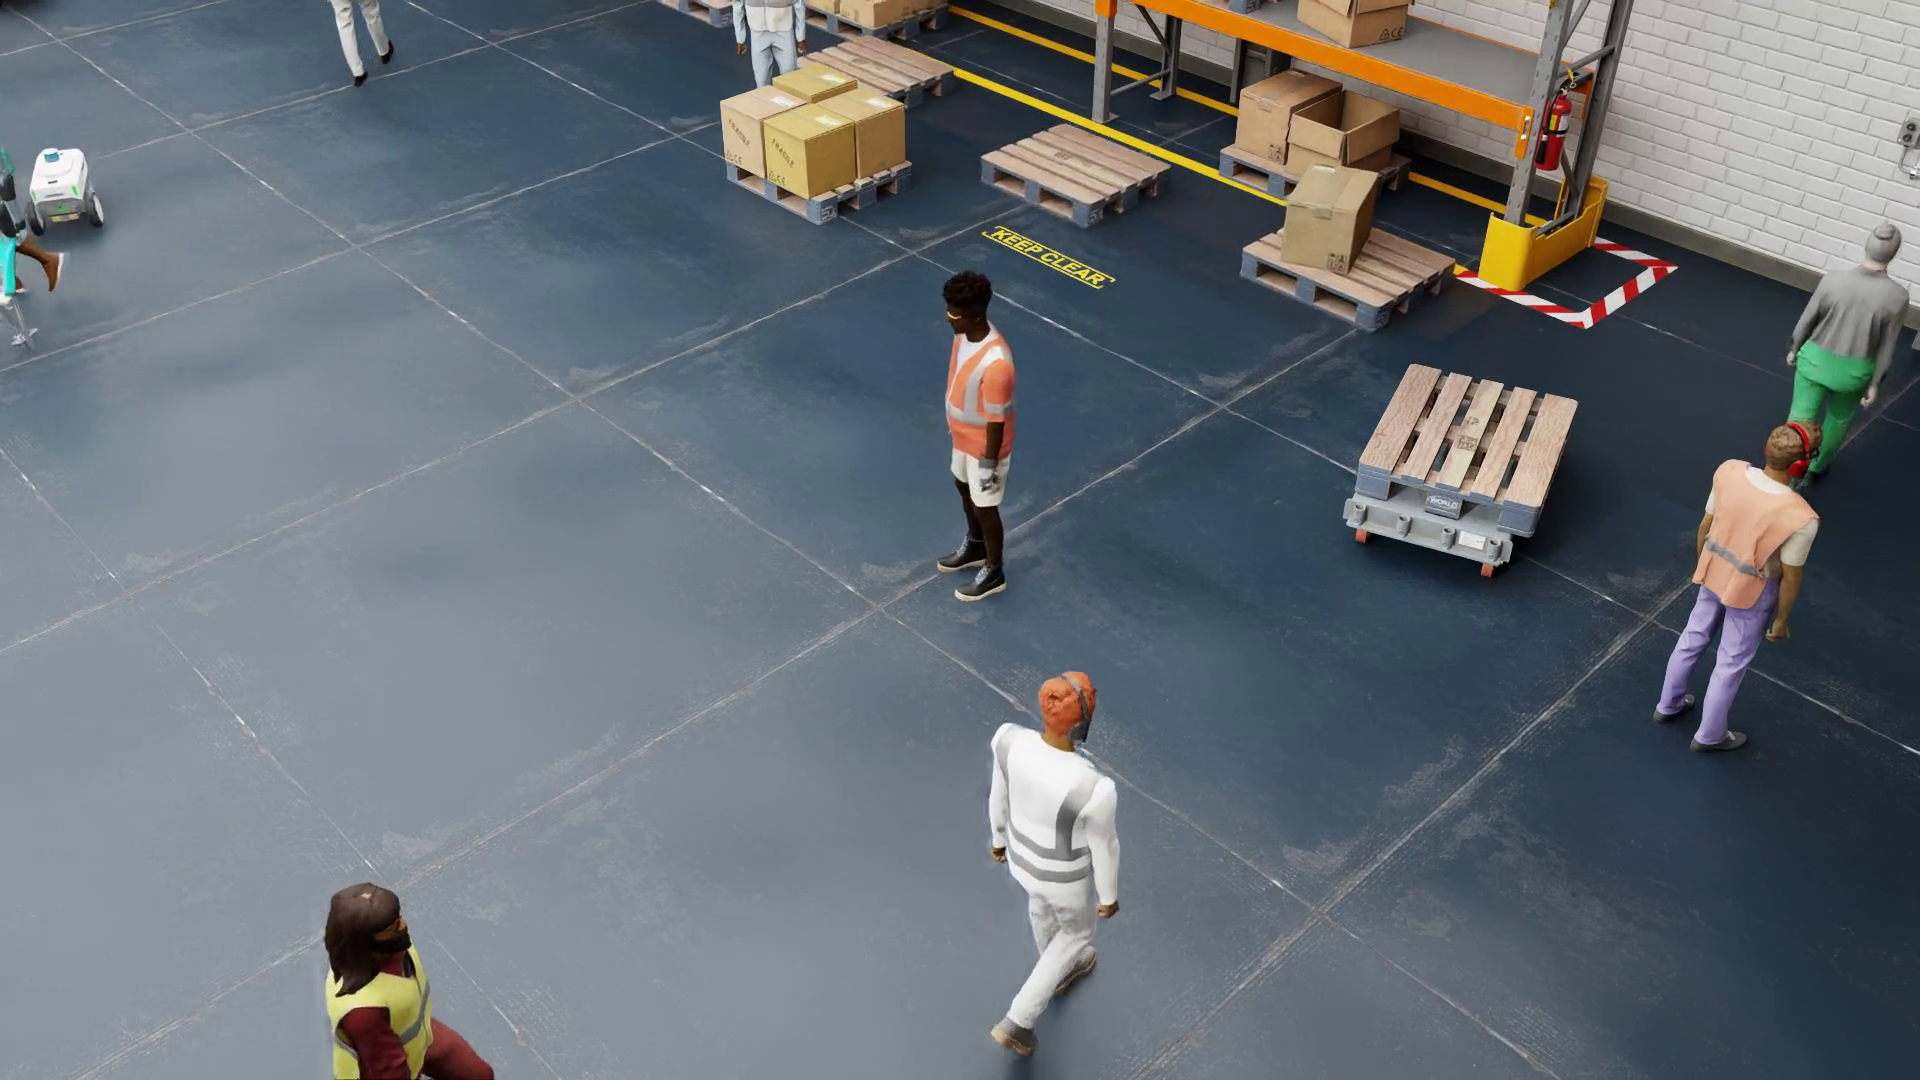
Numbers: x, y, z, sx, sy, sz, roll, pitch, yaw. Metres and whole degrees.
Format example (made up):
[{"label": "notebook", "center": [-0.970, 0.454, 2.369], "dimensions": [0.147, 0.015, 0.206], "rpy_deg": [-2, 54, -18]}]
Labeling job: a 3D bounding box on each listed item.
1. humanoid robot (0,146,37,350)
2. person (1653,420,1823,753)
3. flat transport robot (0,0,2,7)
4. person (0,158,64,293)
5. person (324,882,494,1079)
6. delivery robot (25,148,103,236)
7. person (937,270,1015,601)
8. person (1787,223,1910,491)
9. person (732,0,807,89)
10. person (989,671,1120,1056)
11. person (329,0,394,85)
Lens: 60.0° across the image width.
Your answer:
[{"label": "humanoid robot", "center": [-6.523, -1.988, 11.042], "dimensions": [0.541, 1.900, 0.668], "rpy_deg": [1, 37, 2]}, {"label": "person", "center": [3.699, 0.235, 7.914], "dimensions": [0.390, 1.846, 0.565], "rpy_deg": [-17, 40, -21]}, {"label": "flat transport robot", "center": [-9.974, -5.708, 17.090], "dimensions": [0.659, 0.231, 1.431], "rpy_deg": [7, 38, 10]}, {"label": "person", "center": [-6.787, -2.547, 11.612], "dimensions": [0.636, 1.825, 0.548], "rpy_deg": [-2, 37, -3]}, {"label": "person", "center": [-1.875, 1.833, 5.878], "dimensions": [0.637, 1.747, 0.496], "rpy_deg": [-2, 37, -2]}, {"label": "delivery robot", "center": [-6.981, -2.745, 12.925], "dimensions": [0.499, 0.589, 0.792], "rpy_deg": [-12, 39, -15]}, {"label": "person", "center": [0.084, -0.547, 8.865], "dimensions": [0.410, 1.953, 0.612], "rpy_deg": [-12, 39, -15]}, {"label": "person", "center": [5.102, -1.063, 9.655], "dimensions": [0.540, 1.805, 0.838], "rpy_deg": [20, 41, 24]}, {"label": "person", "center": [-1.564, -4.195, 13.732], "dimensions": [0.601, 1.906, 0.414], "rpy_deg": [1, 37, 1]}, {"label": "person", "center": [0.352, 1.267, 6.535], "dimensions": [0.595, 1.859, 0.668], "rpy_deg": [29, 46, 33]}, {"label": "person", "center": [-5.525, -5.100, 15.055], "dimensions": [0.572, 1.740, 0.888], "rpy_deg": [-4, 37, -5]}]
